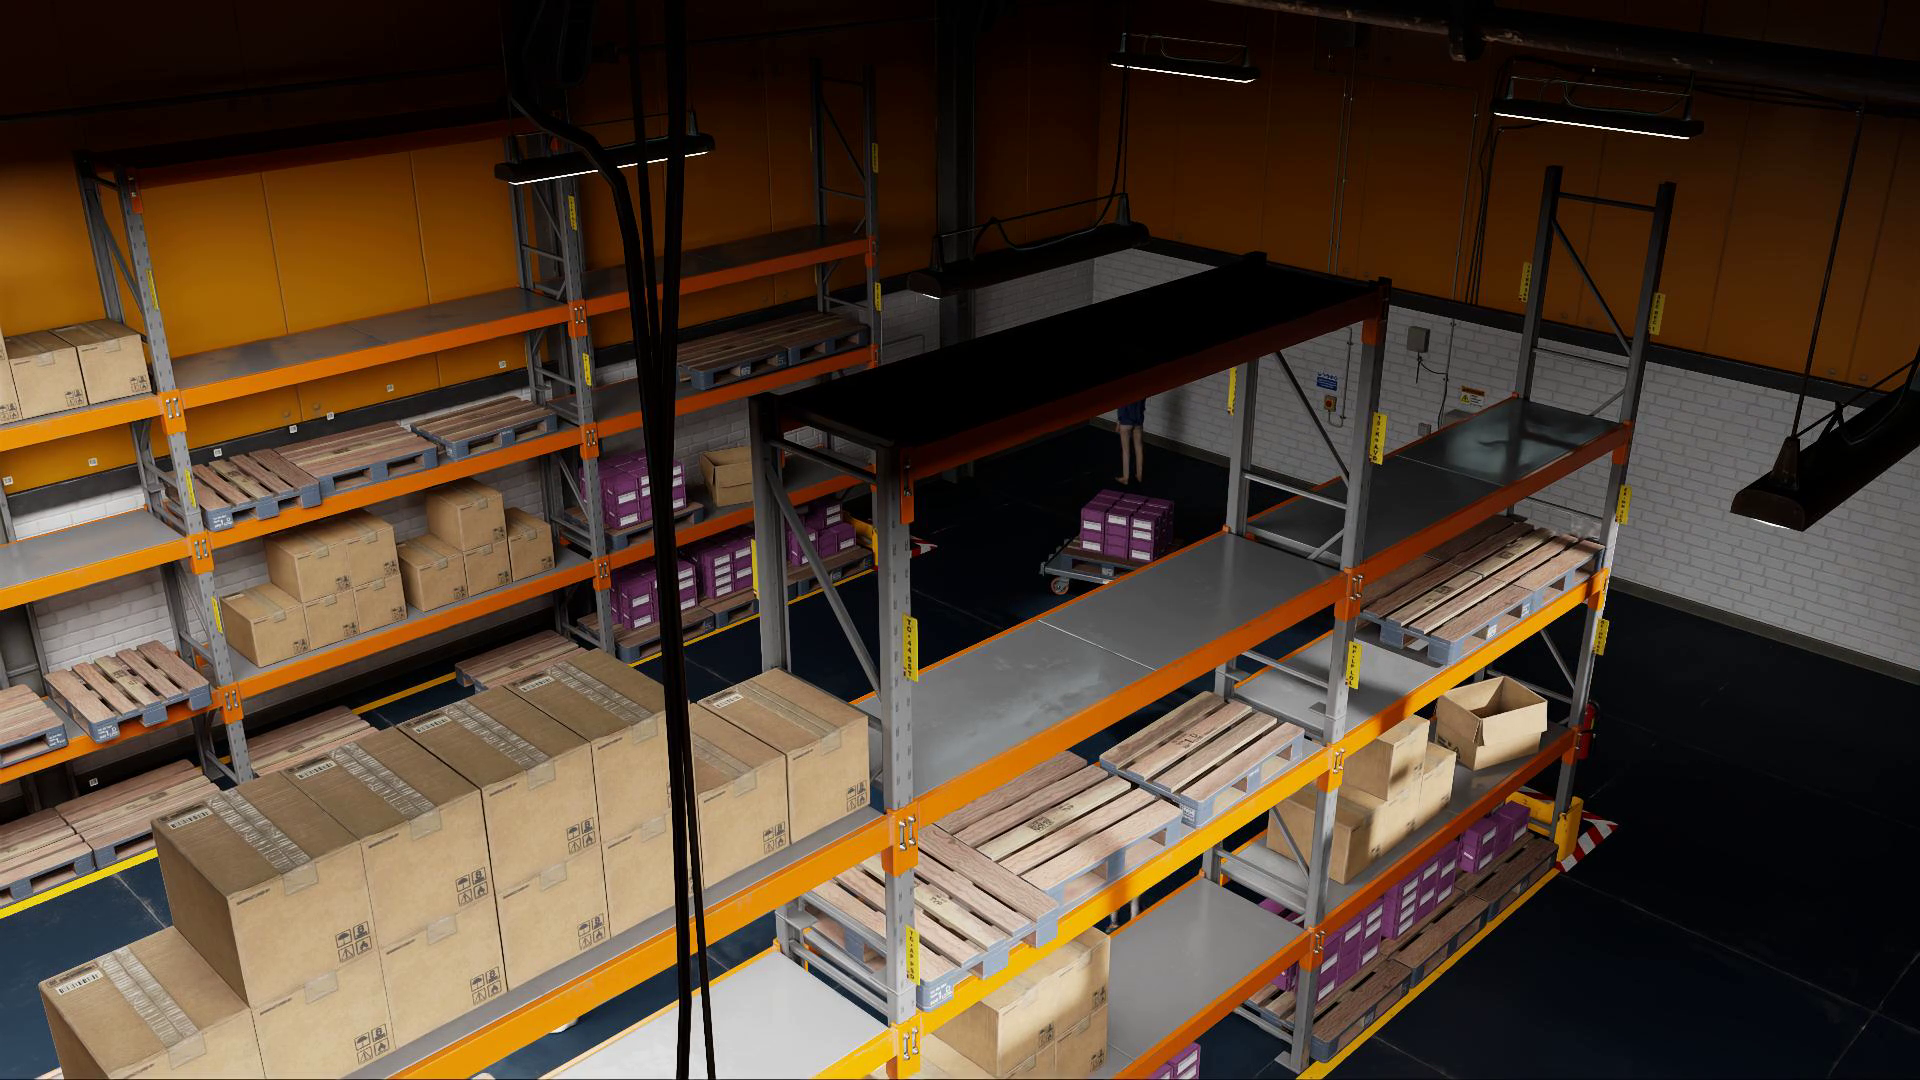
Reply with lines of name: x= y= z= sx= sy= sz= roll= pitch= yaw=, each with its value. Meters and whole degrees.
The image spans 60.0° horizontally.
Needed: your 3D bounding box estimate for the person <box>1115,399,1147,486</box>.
person: x=2.361 y=-1.600 z=22.914 sx=0.607 sy=1.696 sz=0.743 roll=-12 pitch=26 yaw=-25
